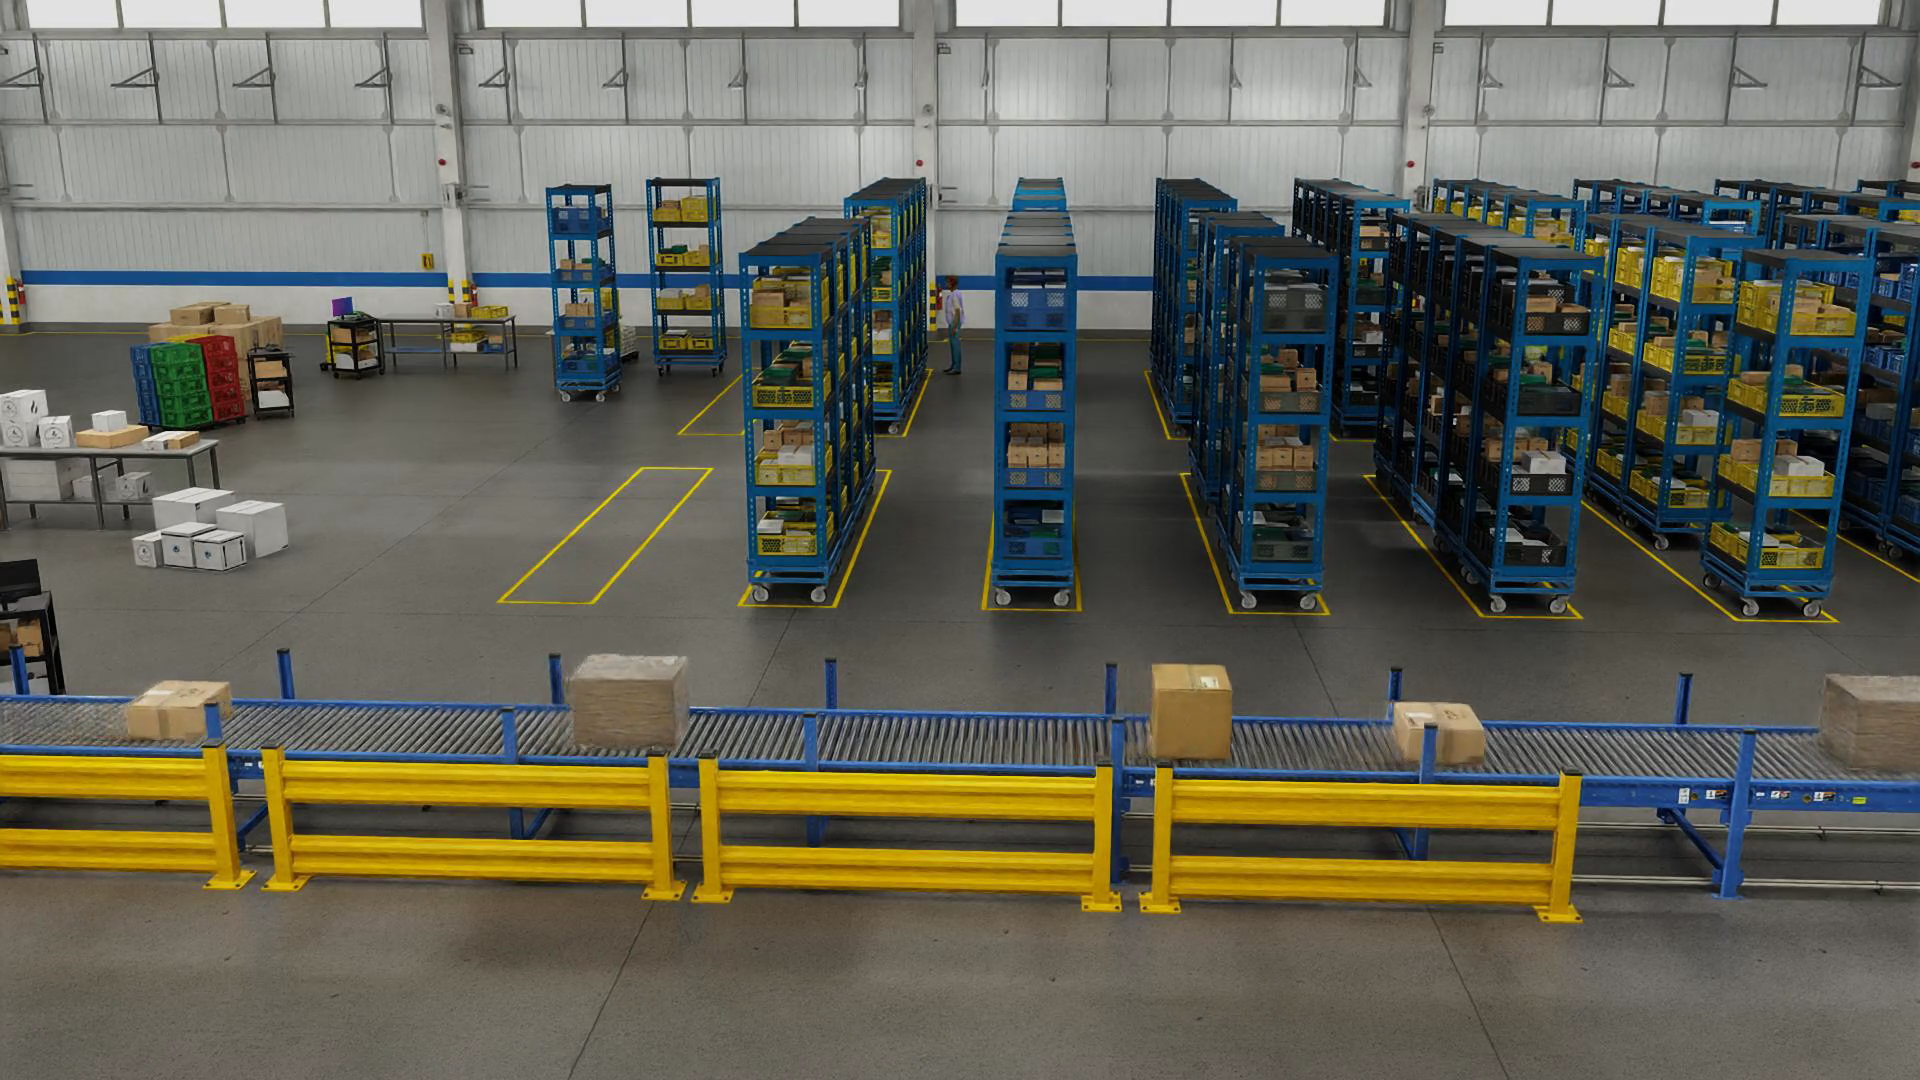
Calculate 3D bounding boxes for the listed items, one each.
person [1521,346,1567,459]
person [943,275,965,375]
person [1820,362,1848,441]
[{"bbox_3d":[8.114,-1.874,23.095,0.914,1.787,0.604,6,16,22],"label":"person"},{"bbox_3d":[-0.106,-3.997,30.877,0.380,1.845,0.570,-2,15,-8],"label":"person"},{"bbox_3d":[12.286,-2.015,23.262,0.551,1.978,0.646,6,16,22],"label":"person"}]
